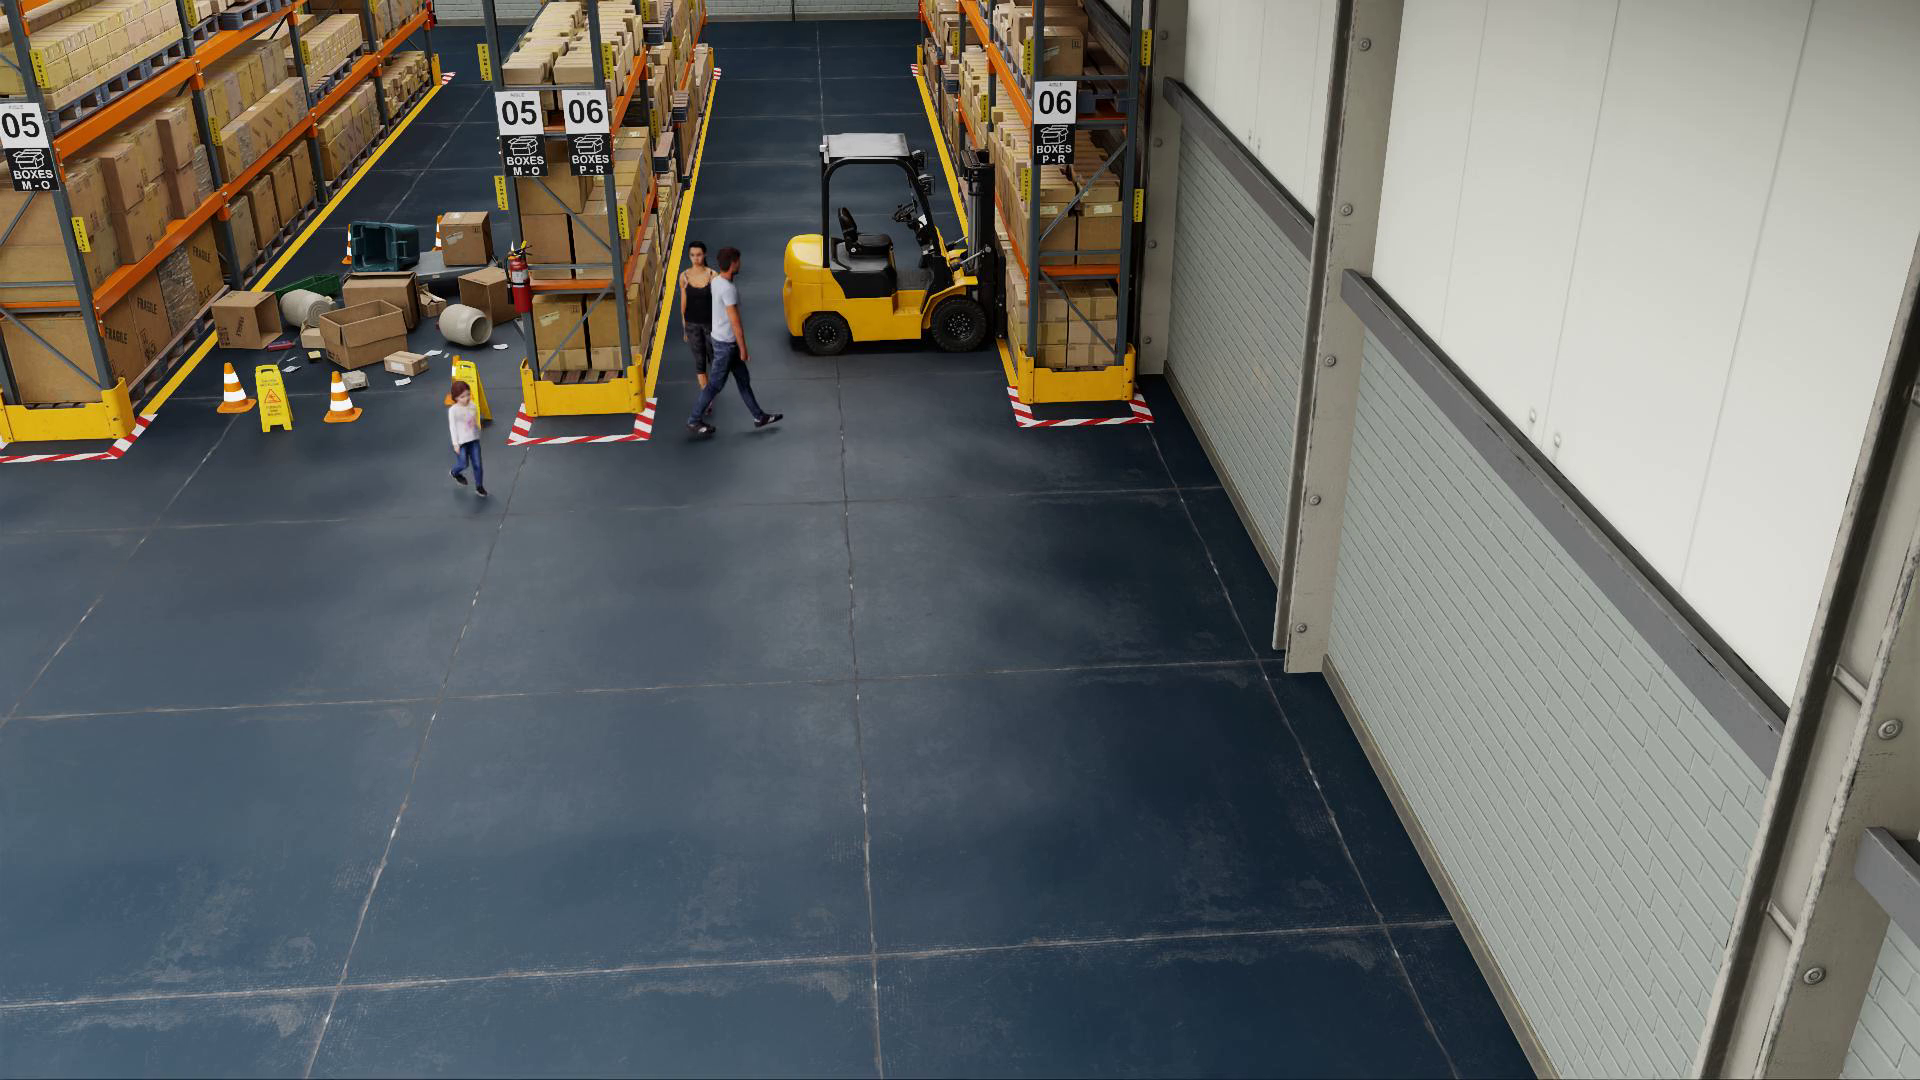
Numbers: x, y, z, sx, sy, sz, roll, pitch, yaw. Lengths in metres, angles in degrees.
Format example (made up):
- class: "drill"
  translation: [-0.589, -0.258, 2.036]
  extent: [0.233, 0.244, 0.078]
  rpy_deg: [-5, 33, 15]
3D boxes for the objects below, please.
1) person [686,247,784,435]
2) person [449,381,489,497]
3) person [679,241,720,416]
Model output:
- class: "person"
  translation: [-2.311, -1.820, 15.742]
  extent: [0.875, 1.814, 1.181]
  rpy_deg: [-9, 28, -16]
- class: "person"
  translation: [-4.413, -0.915, 14.771]
  extent: [0.726, 1.094, 0.642]
  rpy_deg: [22, 35, 36]
- class: "person"
  translation: [-2.533, -2.127, 16.451]
  extent: [0.587, 1.711, 0.909]
  rpy_deg: [-1, 27, -1]
